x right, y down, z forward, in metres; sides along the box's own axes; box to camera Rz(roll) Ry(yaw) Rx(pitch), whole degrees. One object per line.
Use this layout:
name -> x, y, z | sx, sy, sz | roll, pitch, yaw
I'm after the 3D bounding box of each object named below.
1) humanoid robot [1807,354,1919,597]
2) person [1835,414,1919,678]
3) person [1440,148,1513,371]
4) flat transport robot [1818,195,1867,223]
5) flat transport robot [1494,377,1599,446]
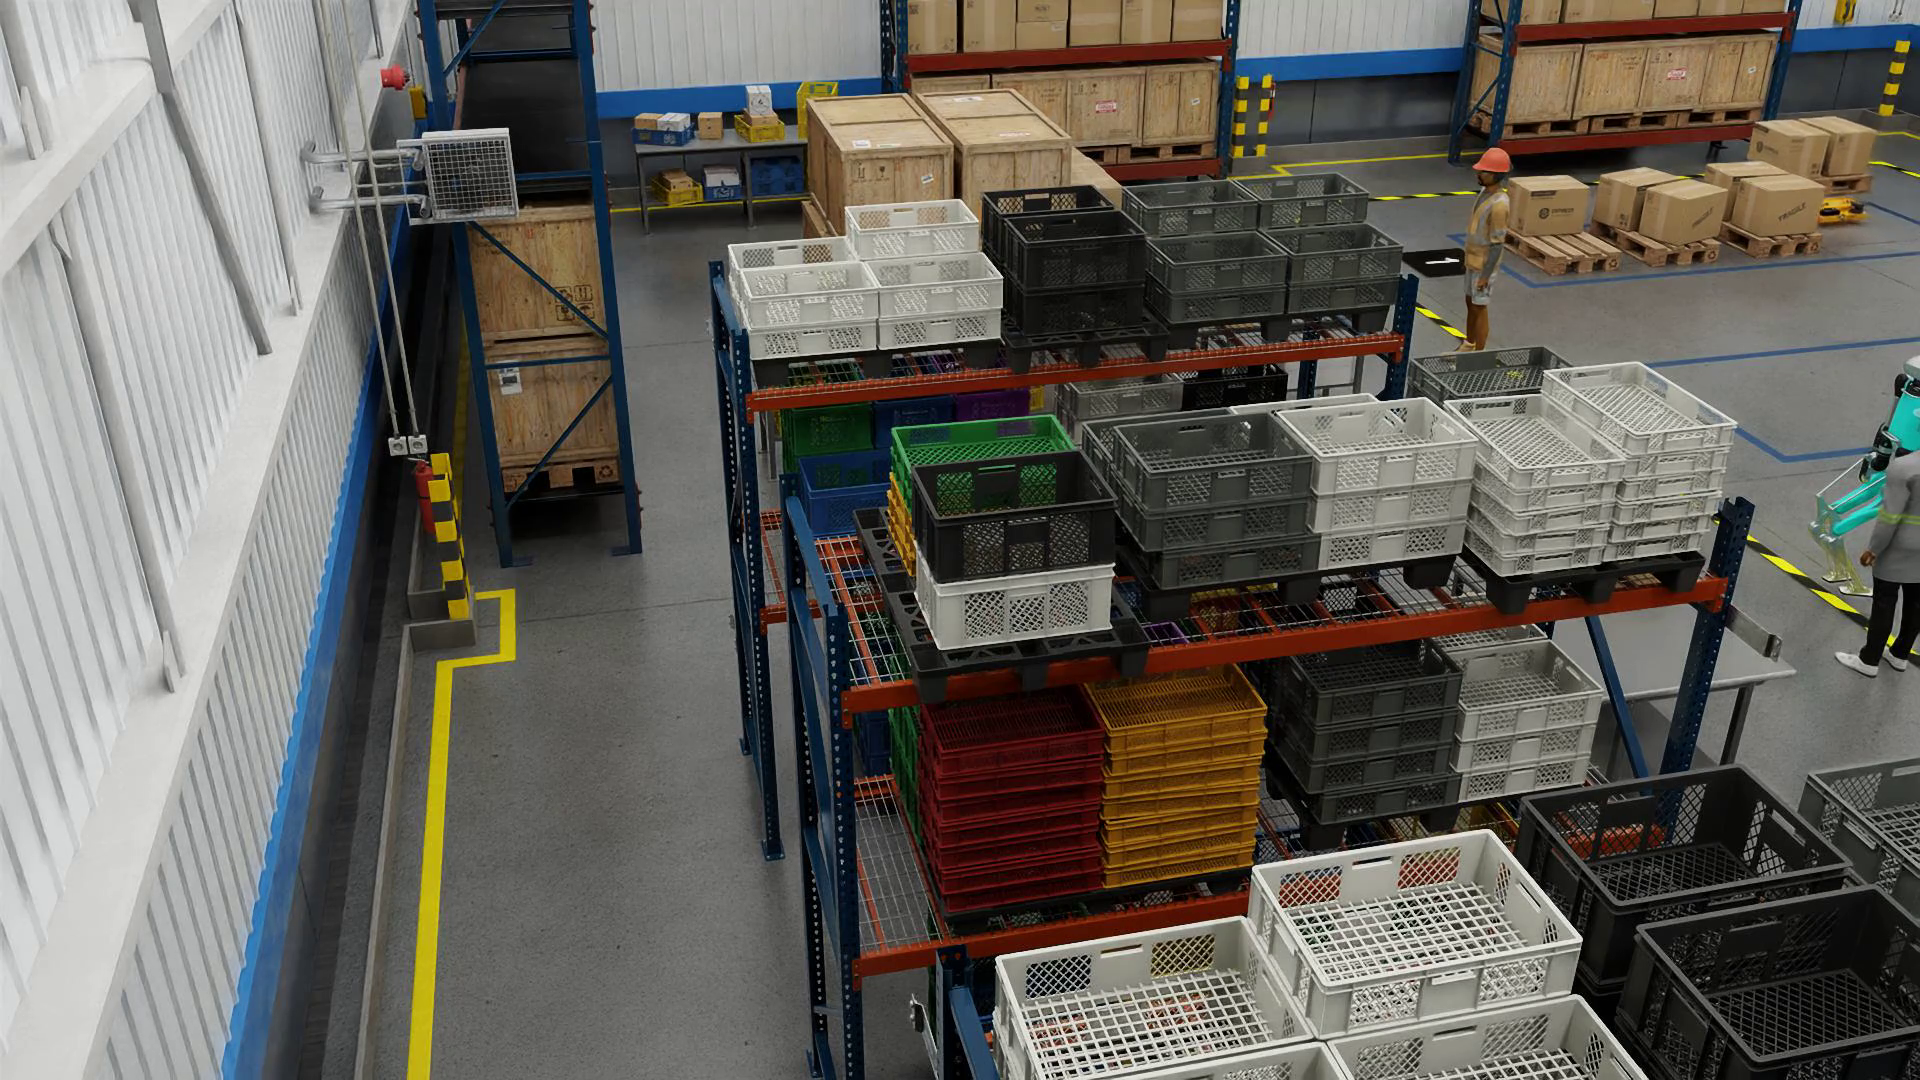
humanoid robot -> 6.054, -0.421, 11.123 | 0.735, 1.680, 0.533 | -1, 28, -3
person -> 5.889, -0.002, 10.356 | 0.588, 1.850, 0.396 | -6, 28, -11
person -> 4.636, -2.484, 14.855 | 0.360, 2.048, 0.610 | 1, 28, 1
flat transport robot -> 10.008, -4.082, 19.761 | 0.652, 0.197, 1.431 | -6, 28, -12
flat transport robot -> 4.780, -1.036, 14.013 | 0.659, 0.231, 1.431 | -6, 28, -12
